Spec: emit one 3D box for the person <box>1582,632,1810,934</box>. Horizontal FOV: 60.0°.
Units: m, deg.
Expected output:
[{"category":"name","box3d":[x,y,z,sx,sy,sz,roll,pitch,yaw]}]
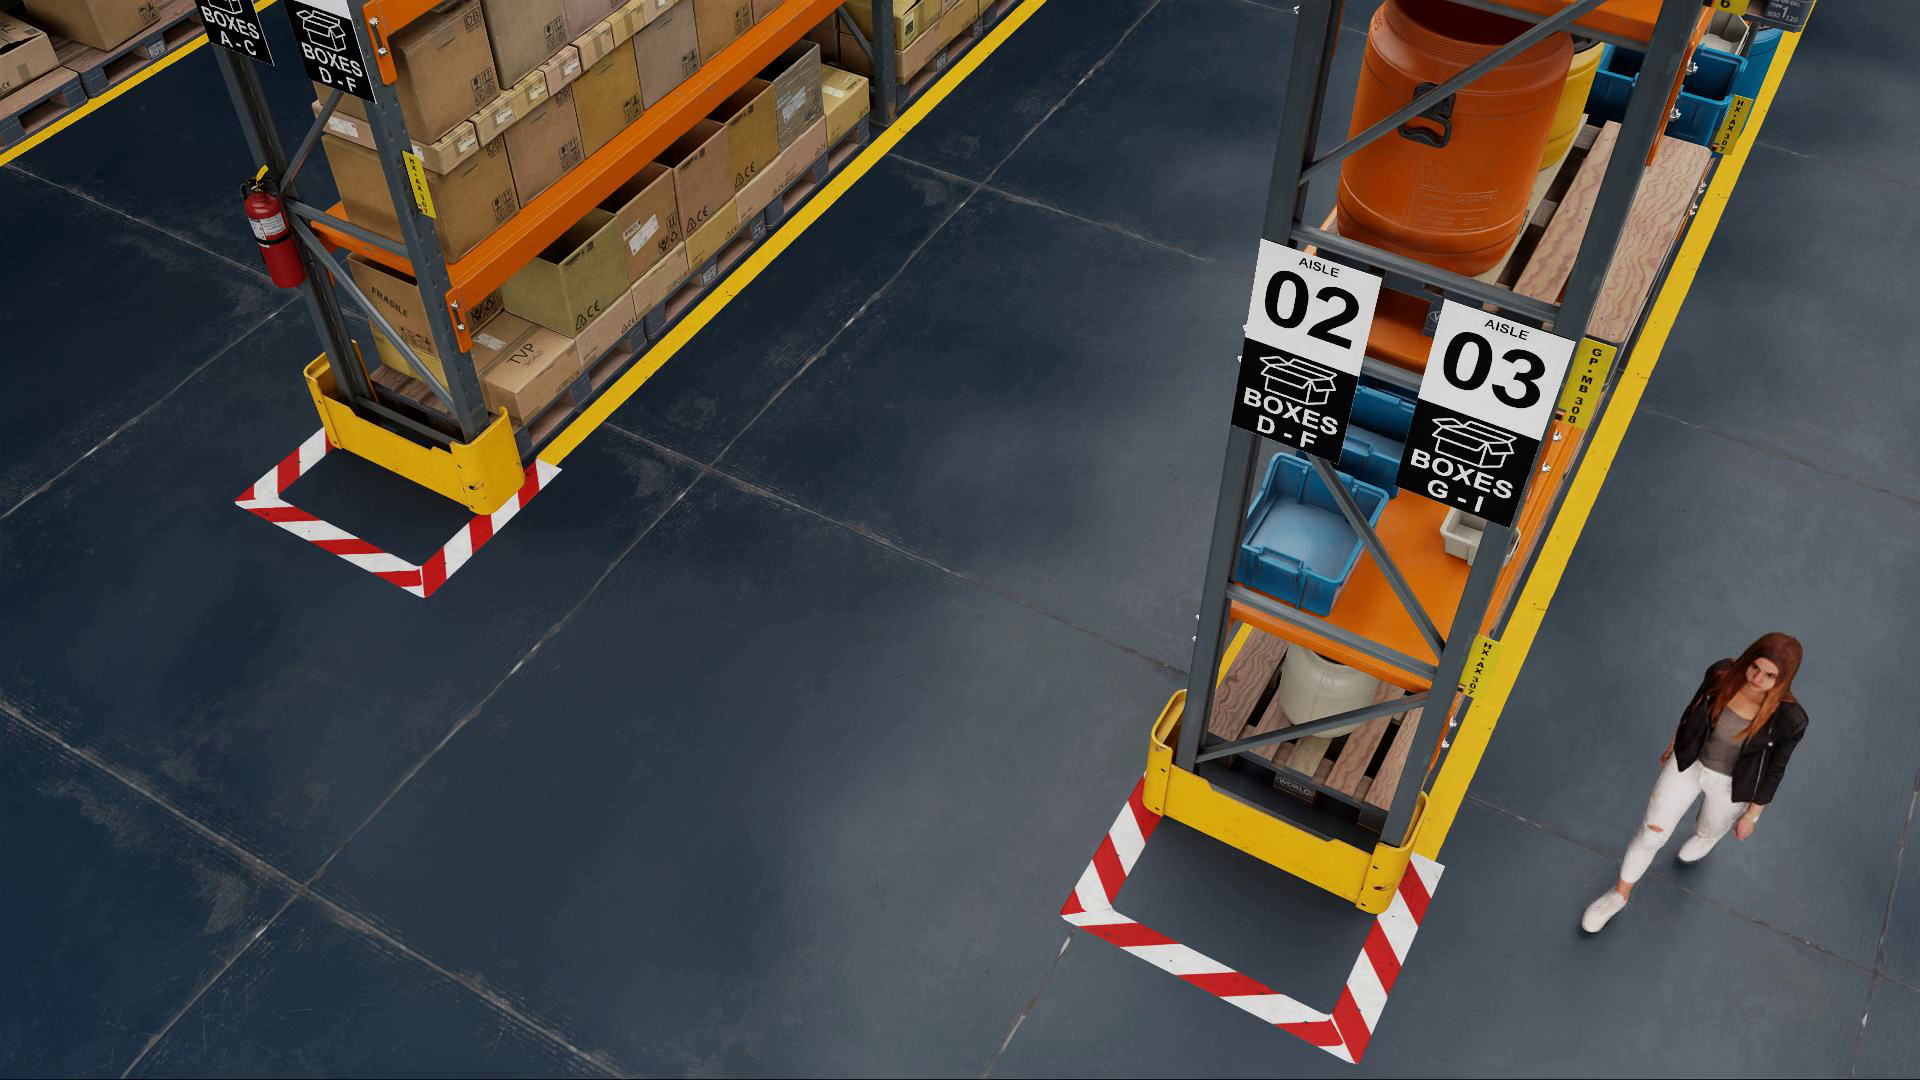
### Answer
[{"category":"person","box3d":[3.053,0.917,6.646,1.168,1.674,0.859,-33,55,-27]}]
